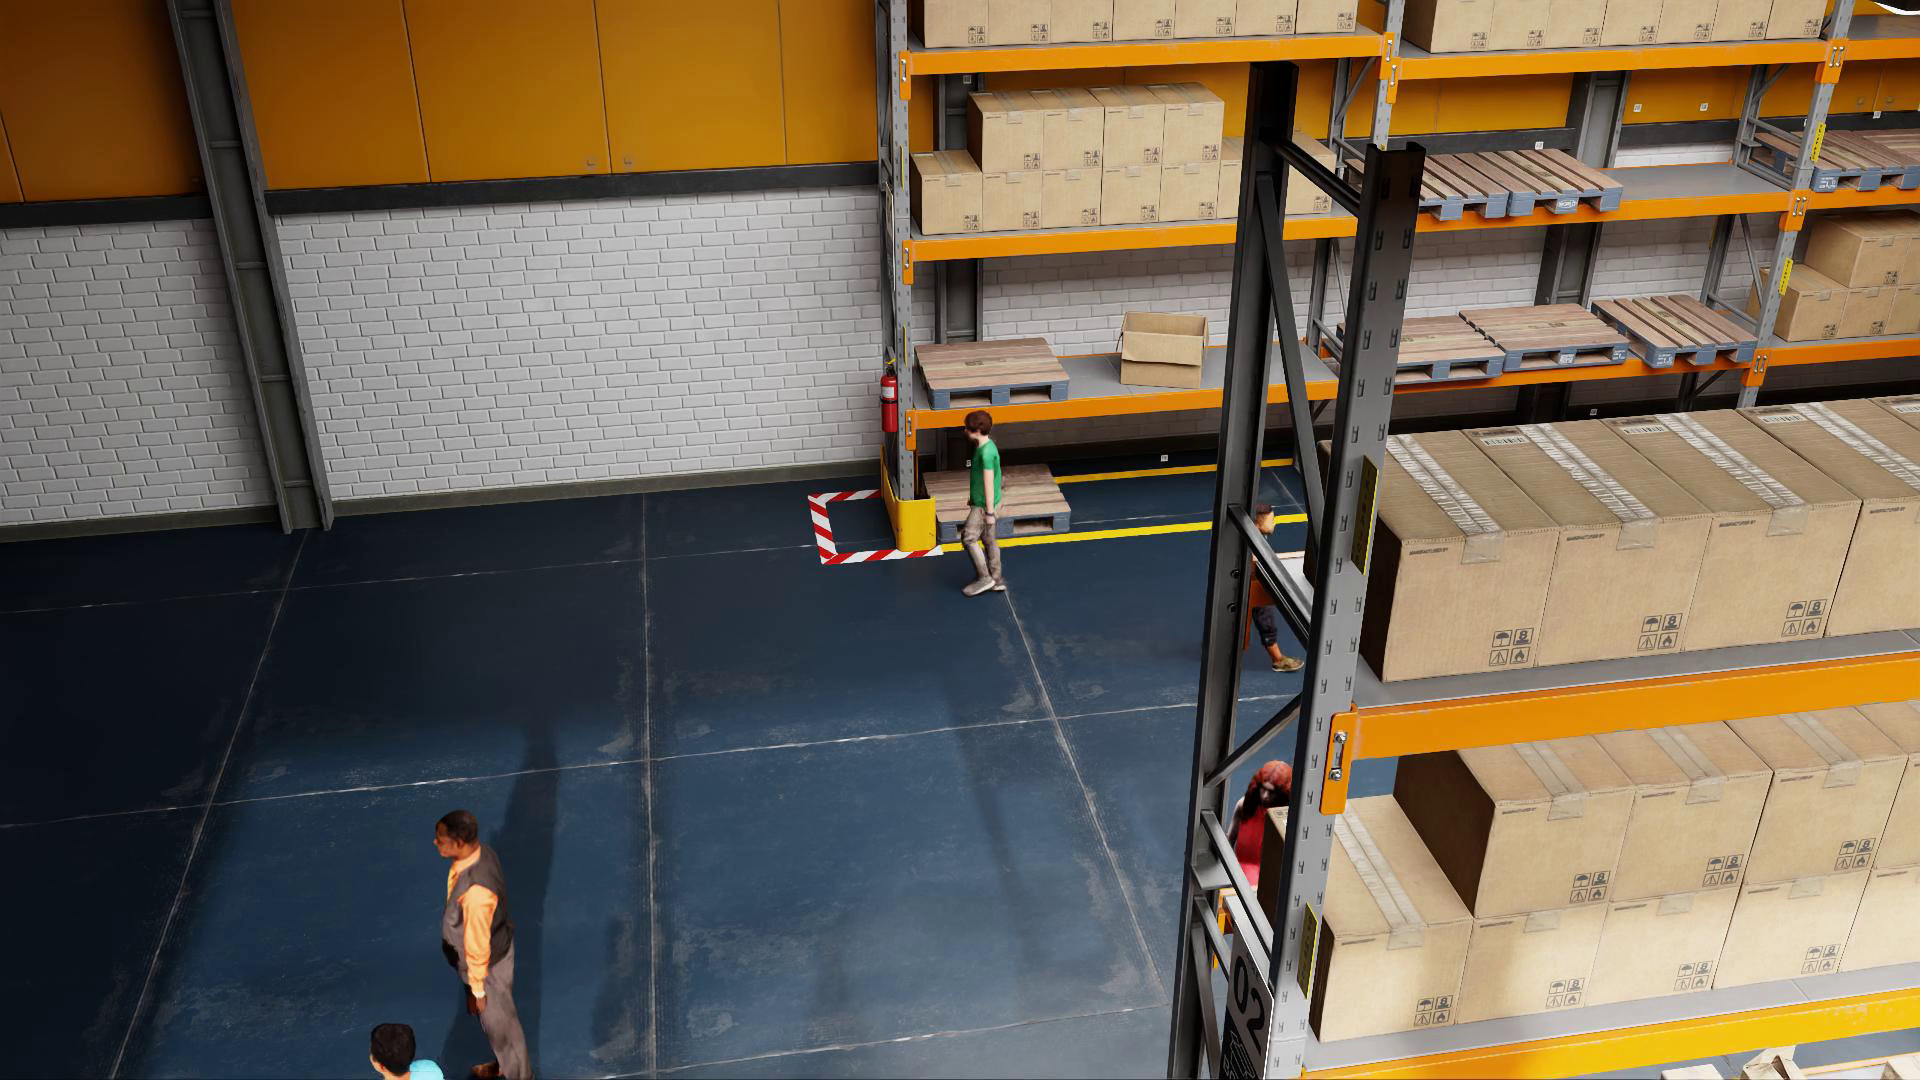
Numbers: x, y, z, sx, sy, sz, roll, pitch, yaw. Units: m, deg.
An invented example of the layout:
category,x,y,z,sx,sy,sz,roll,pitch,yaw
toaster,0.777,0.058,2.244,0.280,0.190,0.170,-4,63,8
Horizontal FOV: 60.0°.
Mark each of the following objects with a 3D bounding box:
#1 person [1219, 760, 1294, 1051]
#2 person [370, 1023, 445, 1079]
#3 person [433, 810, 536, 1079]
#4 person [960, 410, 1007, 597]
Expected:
category,x,y,z,sx,sy,sz,roll,pitch,yaw
person,1.743,1.952,9.429,1.087,1.779,1.154,19,34,31
person,-2.398,2.945,7.629,0.791,1.760,0.741,16,32,26
person,-2.486,2.217,8.808,0.654,1.909,0.733,-9,30,-16
person,0.294,-0.301,13.708,0.646,1.637,0.637,-2,29,-3
